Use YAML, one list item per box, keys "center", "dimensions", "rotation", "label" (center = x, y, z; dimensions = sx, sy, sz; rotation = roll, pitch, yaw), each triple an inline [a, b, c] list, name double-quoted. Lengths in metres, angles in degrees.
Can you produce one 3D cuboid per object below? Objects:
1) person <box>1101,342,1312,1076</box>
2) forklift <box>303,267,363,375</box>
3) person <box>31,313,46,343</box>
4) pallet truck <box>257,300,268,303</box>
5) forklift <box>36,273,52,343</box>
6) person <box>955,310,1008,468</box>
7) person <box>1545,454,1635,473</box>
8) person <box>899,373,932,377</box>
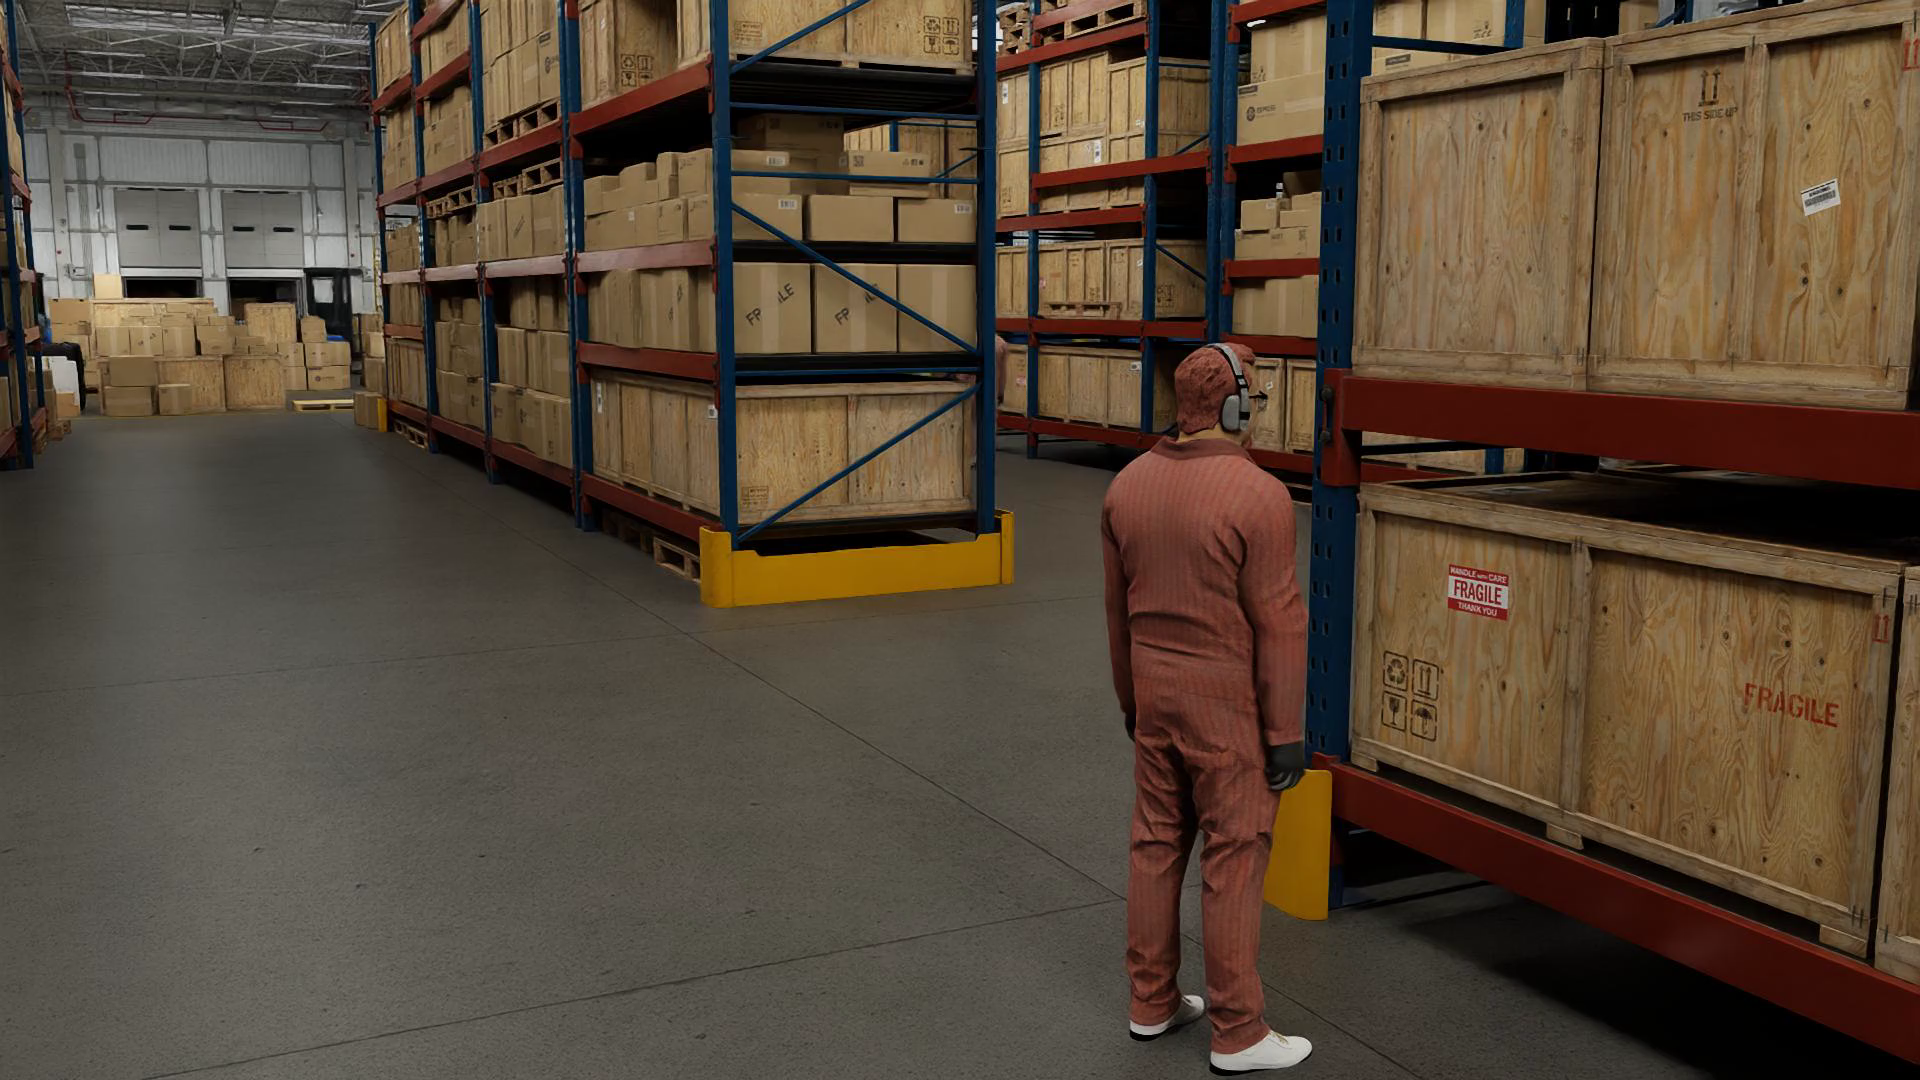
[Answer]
- center: [0.671, 0.439, 4.402]
  dimensions: [0.407, 1.910, 0.638]
  rotation: [-7, 11, -39]
  label: "person"
- center: [-16.290, -5.598, 42.694]
  dimensions: [1.129, 2.768, 1.873]
  rotation: [1, 8, 7]
  label: "forklift"
- center: [-26.655, -5.864, 47.848]
  dimensions: [0.779, 1.918, 0.633]
  rotation: [6, 10, 37]
  label: "person"
- center: [-23.913, -7.404, 58.171]
  dimensions: [1.885, 1.965, 0.823]
  rotation: [-1, 8, -9]
  label: "pallet truck"
- center: [-28.341, -6.758, 50.689]
  dimensions: [1.873, 2.768, 1.129]
  rotation: [4, 9, 24]
  label: "forklift"
- center: [0.215, -1.749, 19.535]
  dimensions: [0.673, 1.883, 0.703]
  rotation: [-3, 9, -17]
  label: "person"
- center: [4.223, -0.606, 11.148]
  dimensions: [0.613, 2.041, 0.388]
  rotation: [6, 10, 34]
  label: "person"
- center: [-0.474, -1.084, 15.642]
  dimensions: [0.530, 1.690, 0.319]
  rotation: [5, 10, 30]
  label: "person"
